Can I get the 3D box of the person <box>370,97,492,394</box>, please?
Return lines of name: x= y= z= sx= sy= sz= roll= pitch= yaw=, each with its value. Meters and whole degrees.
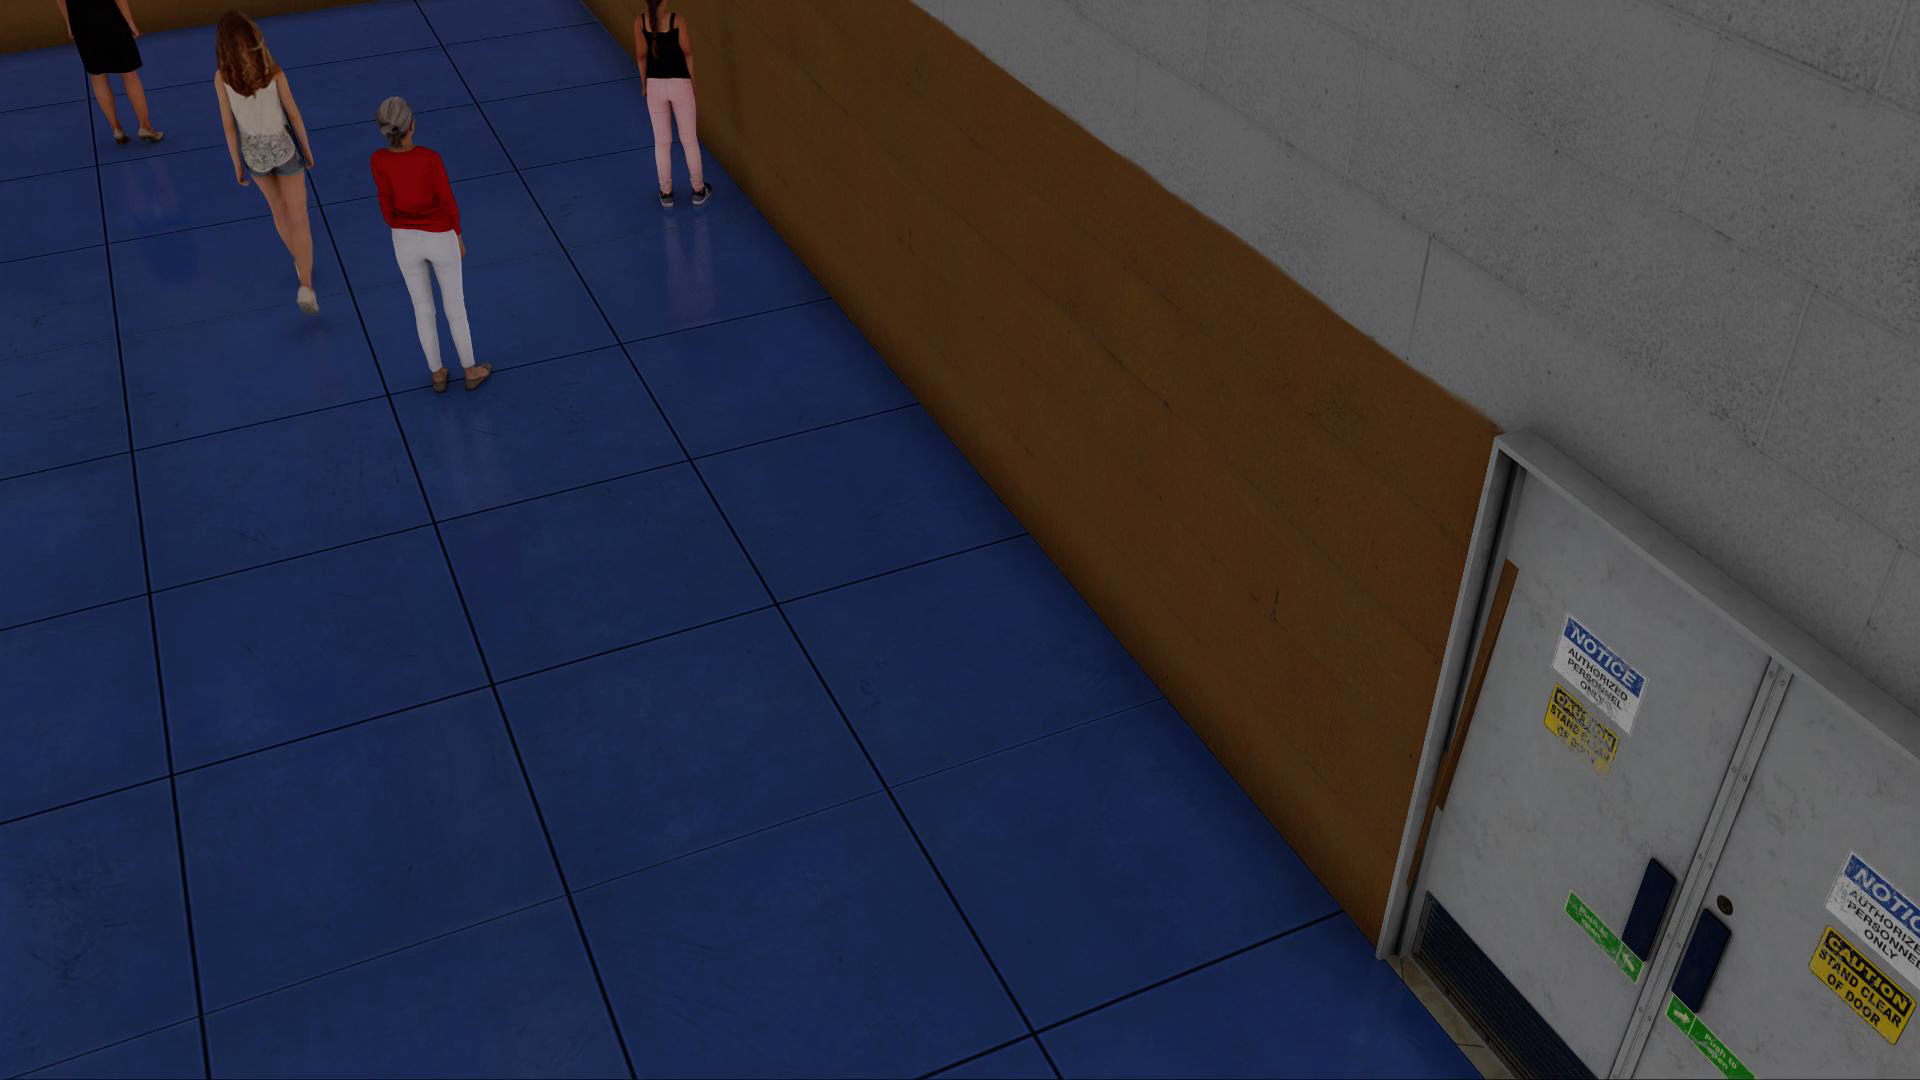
person: x=-2.852 y=-1.566 z=8.898 sx=0.593 sy=1.693 sz=0.689 roll=-2 pitch=37 yaw=-2

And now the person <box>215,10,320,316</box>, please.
person: x=-3.966 y=-2.133 z=9.627 sx=1.115 sy=1.724 sz=0.779 roll=-9 pitch=38 yaw=-11

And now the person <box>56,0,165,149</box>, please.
person: x=-5.966 y=-3.574 z=11.520 sx=0.588 sy=1.756 sz=0.753 roll=-3 pitch=37 yaw=-4

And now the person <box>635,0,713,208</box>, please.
person: x=-1.889 y=-2.934 z=10.827 sx=0.568 sy=1.565 sz=0.672 roll=-1 pitch=37 yaw=-1
